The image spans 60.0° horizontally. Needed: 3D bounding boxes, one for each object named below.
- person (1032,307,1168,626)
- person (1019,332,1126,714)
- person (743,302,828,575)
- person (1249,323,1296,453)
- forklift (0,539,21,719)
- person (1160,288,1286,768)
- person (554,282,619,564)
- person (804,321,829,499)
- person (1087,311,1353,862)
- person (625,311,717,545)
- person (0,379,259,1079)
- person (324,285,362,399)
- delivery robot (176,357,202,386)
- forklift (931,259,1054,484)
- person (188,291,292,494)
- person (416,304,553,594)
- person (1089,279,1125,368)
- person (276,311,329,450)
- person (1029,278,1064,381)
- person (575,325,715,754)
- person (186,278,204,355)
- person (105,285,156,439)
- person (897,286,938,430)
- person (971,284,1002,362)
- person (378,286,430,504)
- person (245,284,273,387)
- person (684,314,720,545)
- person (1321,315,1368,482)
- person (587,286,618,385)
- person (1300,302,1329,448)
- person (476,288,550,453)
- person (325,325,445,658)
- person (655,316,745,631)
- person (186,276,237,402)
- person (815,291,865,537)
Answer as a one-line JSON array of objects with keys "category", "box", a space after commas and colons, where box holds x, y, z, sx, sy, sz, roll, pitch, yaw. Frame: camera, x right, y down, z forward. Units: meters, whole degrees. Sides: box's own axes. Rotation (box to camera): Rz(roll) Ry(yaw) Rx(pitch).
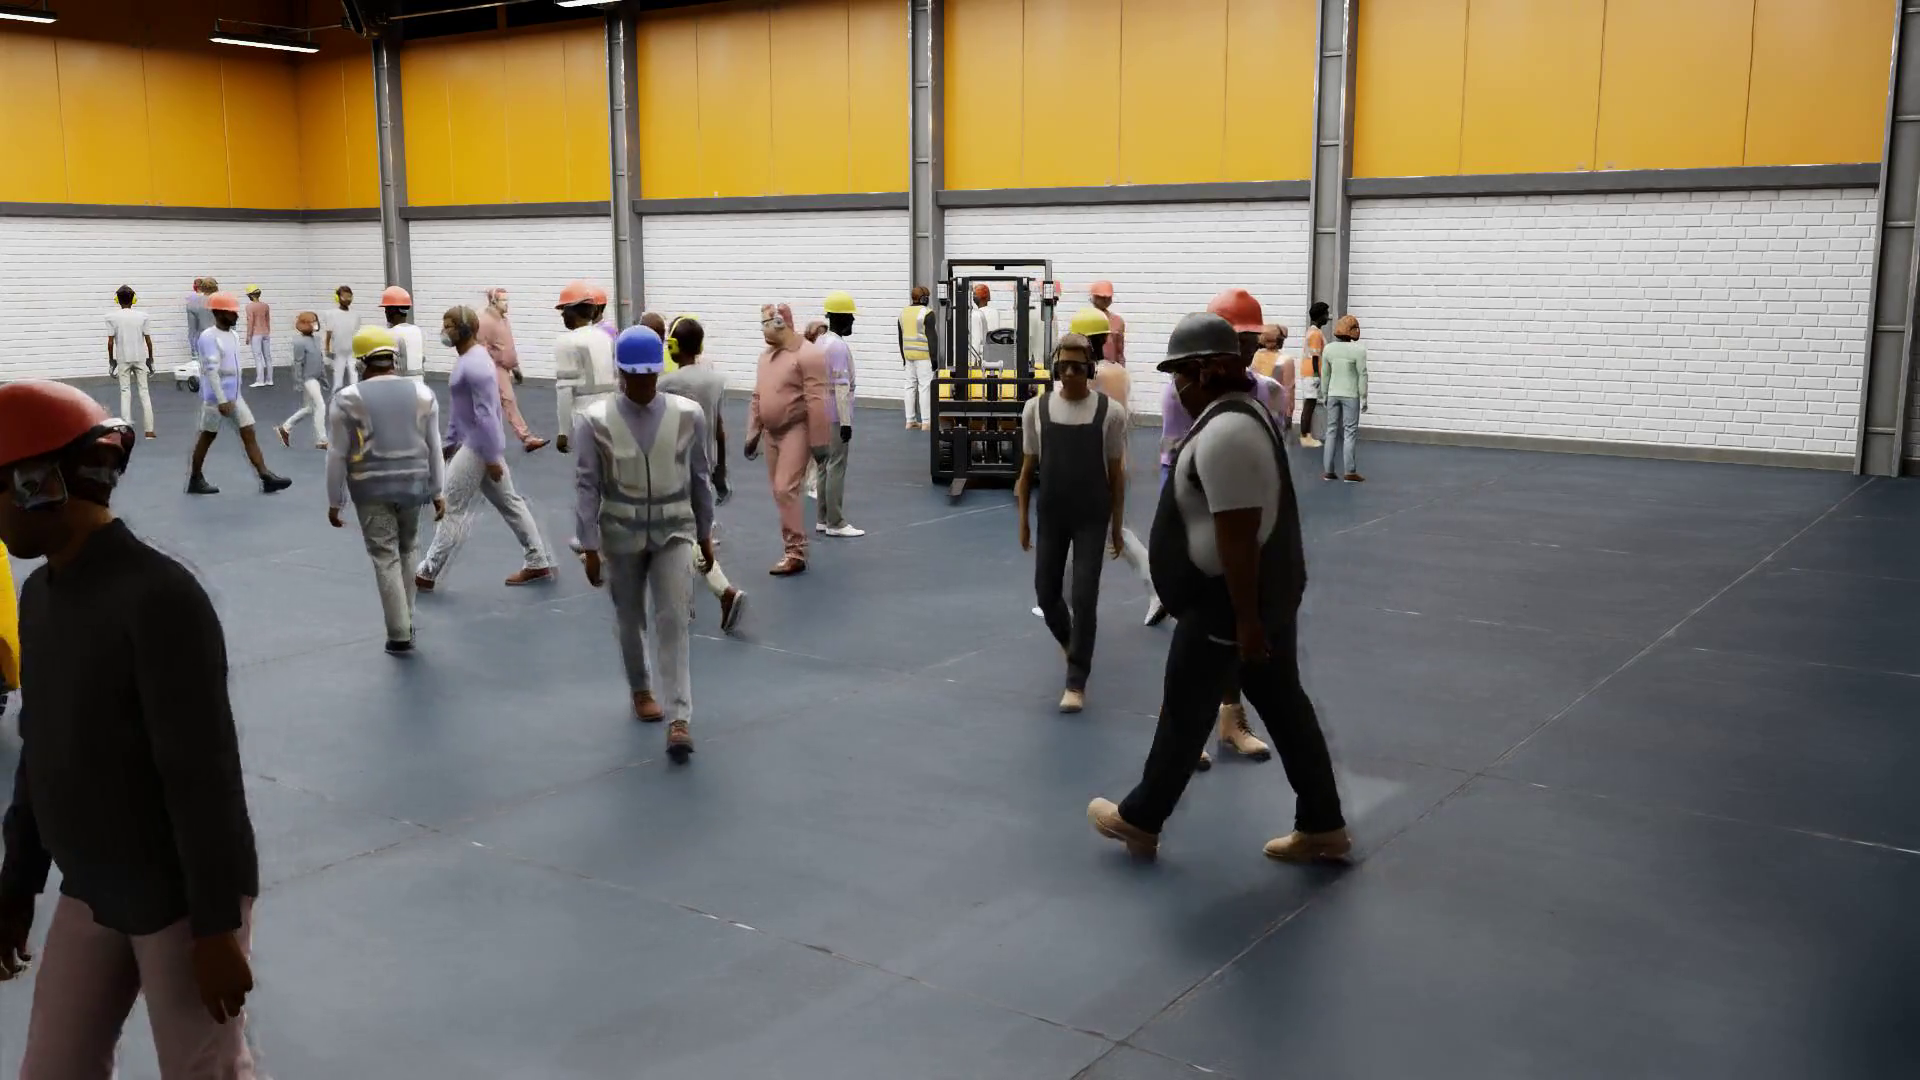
[{"category": "person", "box": [0.866, -0.425, 9.847, 0.885, 1.899, 0.599, 7, 12, 36]}, {"category": "person", "box": [0.561, -0.112, 8.166, 0.519, 1.830, 0.704, 2, 10, 11]}, {"category": "person", "box": [-1.284, -0.690, 11.493, 0.645, 1.889, 0.659, -9, 13, -42]}, {"category": "person", "box": [2.692, -1.091, 14.623, 0.635, 1.621, 0.523, -7, 12, -37]}, {"category": "forklift", "box": [-5.296, -0.090, 6.943, 1.214, 2.155, 2.313, 7, 12, 35]}, {"category": "person", "box": [1.146, -0.048, 7.136, 0.605, 2.045, 0.379, -4, 10, -23]}, {"category": "person", "box": [-2.680, -0.836, 11.981, 0.671, 2.008, 0.614, 4, 10, 21]}, {"category": "person", "box": [-1.347, -1.185, 15.169, 0.517, 1.627, 0.432, -8, 12, -39]}, {"category": "person", "box": [0.953, 0.155, 5.942, 1.018, 2.000, 0.710, 4, 10, 22]}, {"category": "person", "box": [-2.136, -0.743, 12.012, 0.832, 1.809, 0.630, 3, 10, 18]}, {"category": "person", "box": [-1.549, 0.668, 3.155, 0.640, 1.947, 0.473, 7, 12, 36]}, {"category": "person", "box": [-8.154, -2.442, 21.984, 0.532, 1.853, 0.672, -7, 12, -36]}, {"category": "delivery robot", "box": [-12.704, -2.796, 27.651, 0.707, 0.478, 0.477, 6, 11, 31]}, {"category": "forklift", "box": [0.370, -1.738, 16.759, 1.214, 2.155, 2.313, 1, 10, 3]}, {"category": "person", "box": [-6.761, -1.346, 15.364, 1.013, 1.879, 0.568, 2, 10, 11]}, {"category": "person", "box": [-3.198, -0.589, 10.876, 1.066, 1.881, 0.646, -3, 10, -15]}, {"category": "person", "box": [1.422, -1.732, 17.353, 0.628, 1.980, 0.652, -3, 10, -16]}, {"category": "person", "box": [-7.487, -1.820, 19.002, 0.712, 1.603, 0.498, 0, 10, 1]}, {"category": "person", "box": [0.983, -1.991, 18.939, 0.657, 1.960, 0.630, 6, 11, 30]}, {"category": "person", "box": [-1.404, -0.018, 7.450, 0.619, 1.878, 1.046, -2, 10, -14]}, {"category": "person", "box": [-13.557, -3.761, 29.841, 0.373, 1.843, 0.570, 7, 12, 35]}, {"category": "person", "box": [-10.029, -2.142, 20.126, 0.513, 1.872, 0.328, -6, 11, -31]}, {"category": "person", "box": [-0.505, -2.329, 21.324, 0.619, 1.845, 0.430, 9, 13, 44]}, {"category": "person", "box": [0.288, -2.156, 20.167, 0.359, 1.884, 0.573, 6, 11, 34]}, {"category": "person", "box": [-4.896, -1.248, 14.599, 0.354, 1.939, 0.544, 3, 10, 15]}, {"category": "person", "box": [-12.059, -3.500, 28.551, 0.326, 1.760, 0.524, 3, 10, 19]}, {"category": "person", "box": [-2.012, -0.807, 12.490, 0.320, 1.767, 0.534, 7, 12, 35]}, {"category": "person", "box": [3.770, -1.381, 16.299, 0.275, 1.632, 0.507, -9, 13, -44]}, {"category": "person", "box": [-3.507, -1.517, 16.267, 0.483, 1.924, 0.542, -6, 11, -32]}, {"category": "person", "box": [4.112, -1.914, 19.315, 0.321, 1.690, 0.530, 2, 10, 9]}, {"category": "person", "box": [-5.135, -1.908, 18.763, 0.980, 1.851, 0.674, 0, 10, 2]}, {"category": "person", "box": [-3.192, -0.275, 9.171, 0.616, 1.806, 0.698, -7, 12, -38]}, {"category": "person", "box": [-1.552, -0.389, 9.774, 0.806, 1.849, 0.519, 8, 12, 40]}, {"category": "person", "box": [-10.610, -2.764, 23.630, 0.630, 1.940, 0.370, -4, 10, -23]}, {"category": "person", "box": [-0.958, -0.990, 13.093, 0.376, 1.925, 0.594, -3, 10, -19]}]
